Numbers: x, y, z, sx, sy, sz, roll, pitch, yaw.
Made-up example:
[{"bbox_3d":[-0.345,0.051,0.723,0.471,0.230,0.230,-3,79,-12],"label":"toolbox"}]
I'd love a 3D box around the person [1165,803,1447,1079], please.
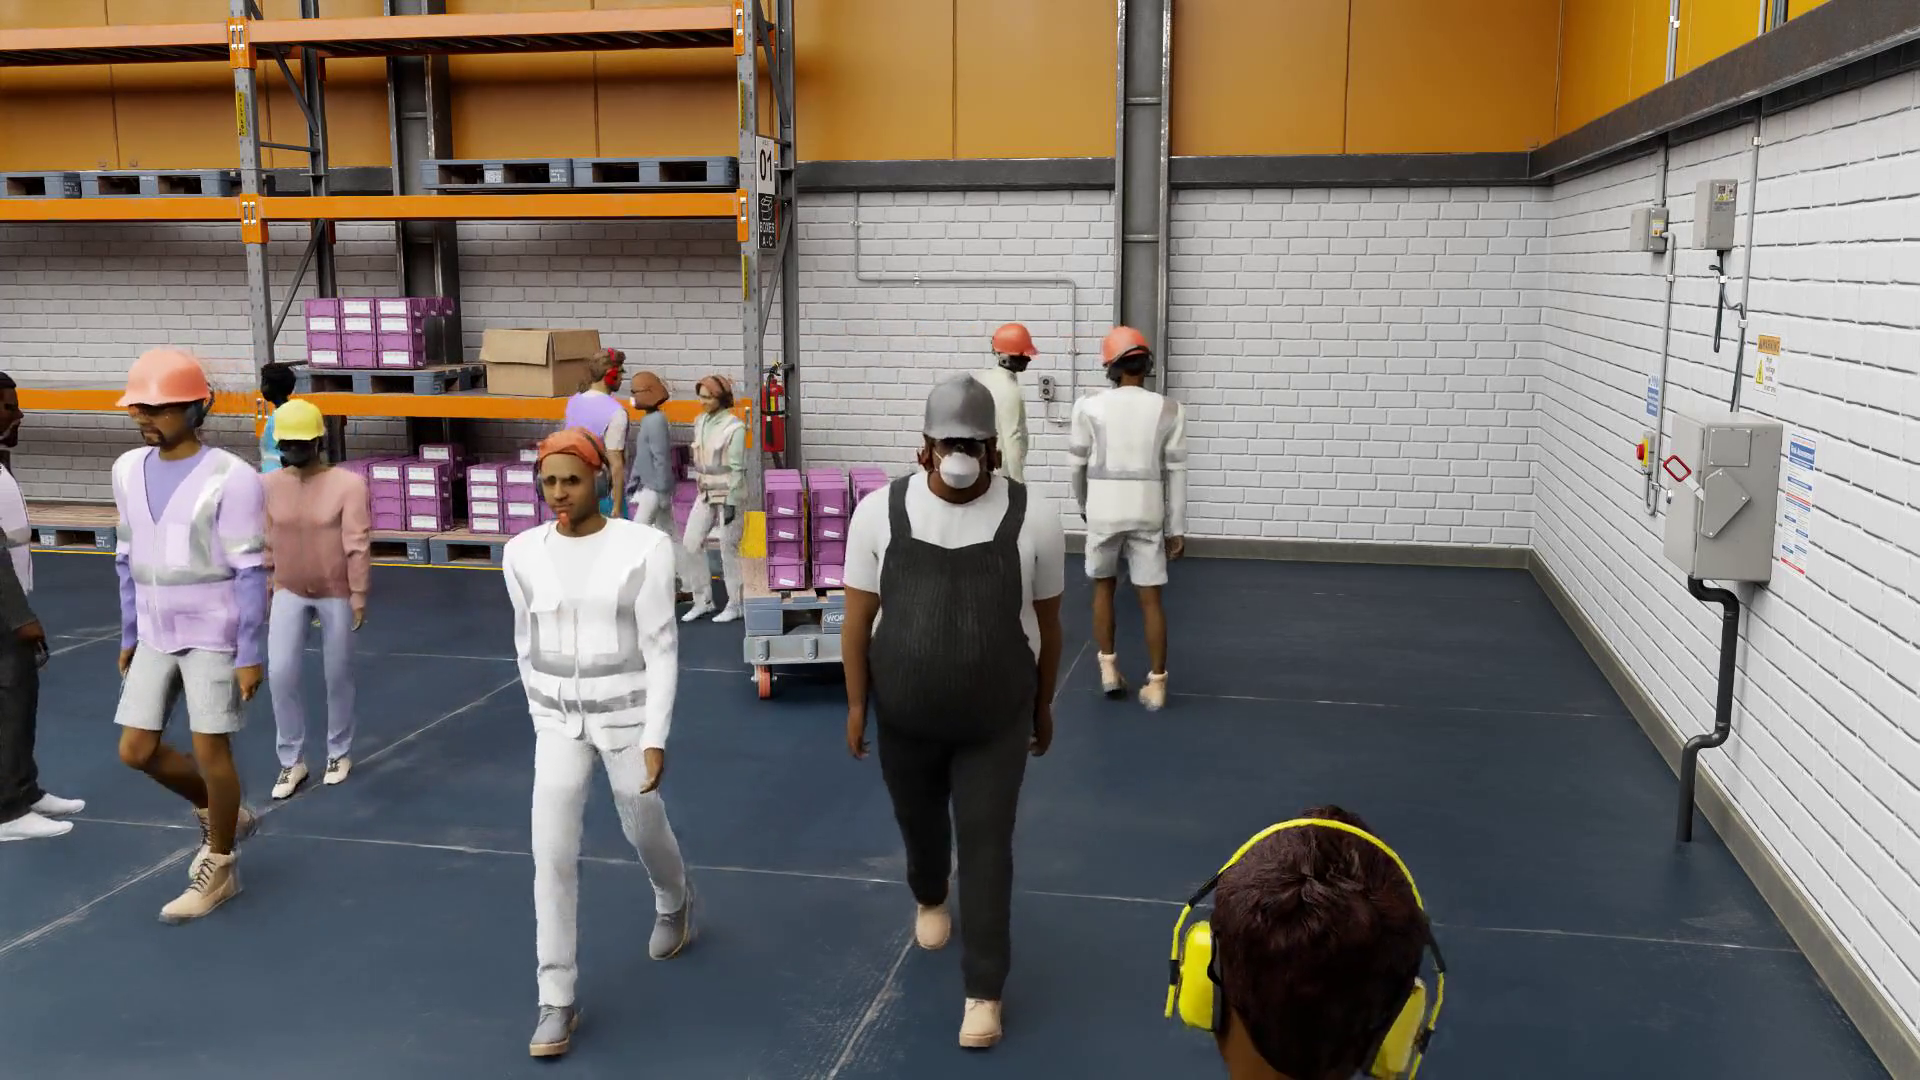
[{"bbox_3d":[0.288,1.167,1.558,0.537,1.815,0.966,-1,10,-7],"label":"person"}]

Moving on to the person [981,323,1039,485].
[{"bbox_3d":[0.227,-0.446,10.936,0.532,1.960,0.685,-2,10,-10],"label":"person"}]

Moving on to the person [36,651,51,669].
[{"bbox_3d":[-5.536,-0.119,9.049,0.966,1.887,0.568,-4,10,-23],"label":"person"}]

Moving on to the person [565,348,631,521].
[{"bbox_3d":[-2.271,-0.262,10.161,0.588,1.811,0.738,8,12,40],"label":"person"}]

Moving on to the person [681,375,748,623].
[{"bbox_3d":[-1.572,-0.246,10.625,0.530,1.613,0.548,9,13,43],"label":"person"}]

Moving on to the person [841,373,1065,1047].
[{"bbox_3d":[-0.021,0.439,5.264,0.691,2.000,0.957,1,9,6],"label":"person"}]

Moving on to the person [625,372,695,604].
[{"bbox_3d":[-2.111,-0.329,11.211,0.734,1.600,0.510,-2,10,-10],"label":"person"}]

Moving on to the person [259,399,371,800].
[{"bbox_3d":[-2.829,0.259,7.263,0.528,1.742,0.615,-1,9,-6],"label":"person"}]

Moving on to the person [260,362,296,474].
[{"bbox_3d":[-4.581,-0.399,11.477,0.863,1.664,0.535,-2,10,-9],"label":"person"}]

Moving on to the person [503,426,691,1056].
[{"bbox_3d":[-1.115,0.554,5.201,0.569,1.848,0.959,1,9,6],"label":"person"}]

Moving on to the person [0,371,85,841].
[{"bbox_3d":[-3.865,0.263,6.708,0.441,1.917,0.597,-5,11,-26],"label":"person"}]

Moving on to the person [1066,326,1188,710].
[{"bbox_3d":[0.875,-0.109,8.763,0.627,2.001,0.613,0,9,-1],"label":"person"}]

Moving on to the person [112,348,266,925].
[{"bbox_3d":[-2.727,0.338,5.890,0.629,2.033,0.446,3,10,17],"label":"person"}]
